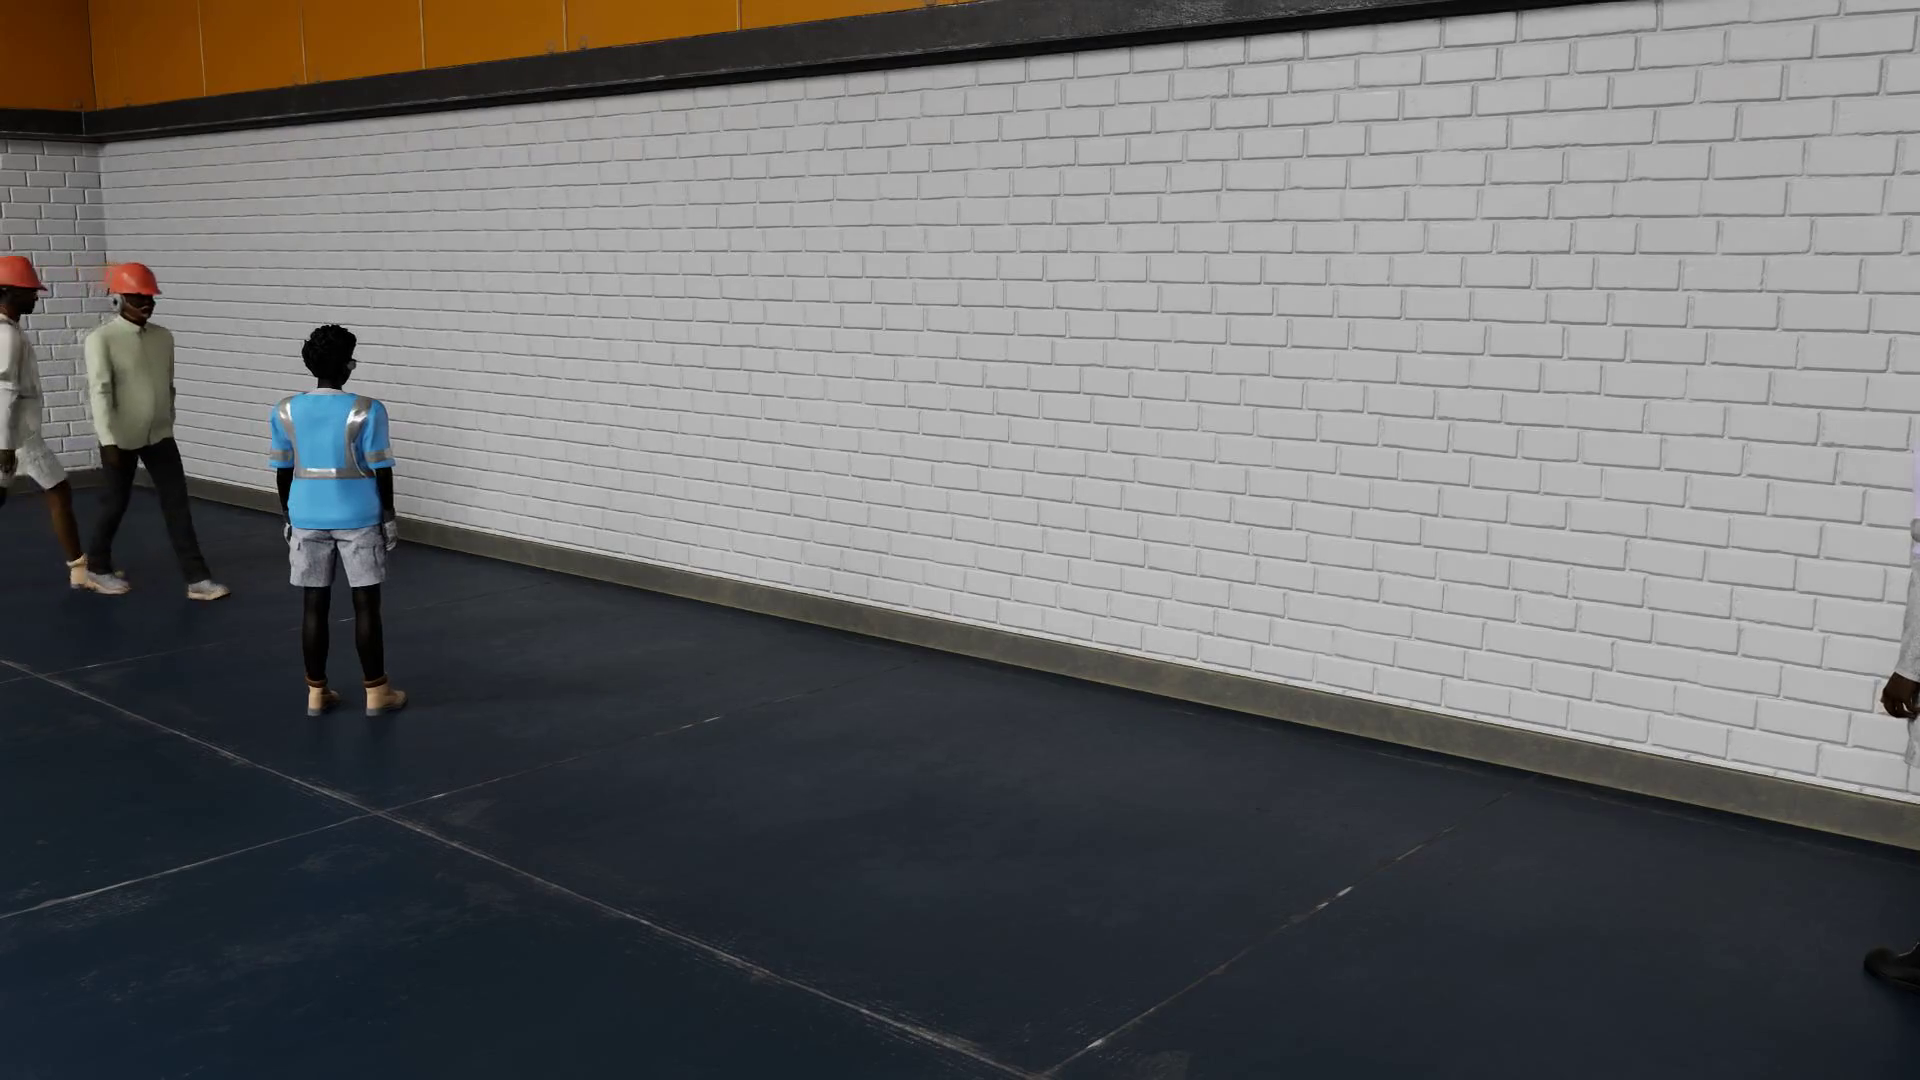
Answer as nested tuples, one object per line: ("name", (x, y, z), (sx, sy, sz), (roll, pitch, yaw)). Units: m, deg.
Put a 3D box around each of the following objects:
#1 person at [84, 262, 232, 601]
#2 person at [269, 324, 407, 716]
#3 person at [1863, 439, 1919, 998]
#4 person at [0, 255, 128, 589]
("person", (-4.737, -0.613, 9.556), (1.024, 1.944, 0.640), (4, 11, 24))
("person", (-2.687, -0.077, 7.196), (0.538, 1.695, 0.320), (1, 10, 4))
("person", (2.727, 0.287, 4.450), (0.547, 1.934, 0.376), (-2, 10, -11))
("person", (-5.551, -0.651, 9.648), (1.067, 1.990, 0.609), (-9, 13, -40))
